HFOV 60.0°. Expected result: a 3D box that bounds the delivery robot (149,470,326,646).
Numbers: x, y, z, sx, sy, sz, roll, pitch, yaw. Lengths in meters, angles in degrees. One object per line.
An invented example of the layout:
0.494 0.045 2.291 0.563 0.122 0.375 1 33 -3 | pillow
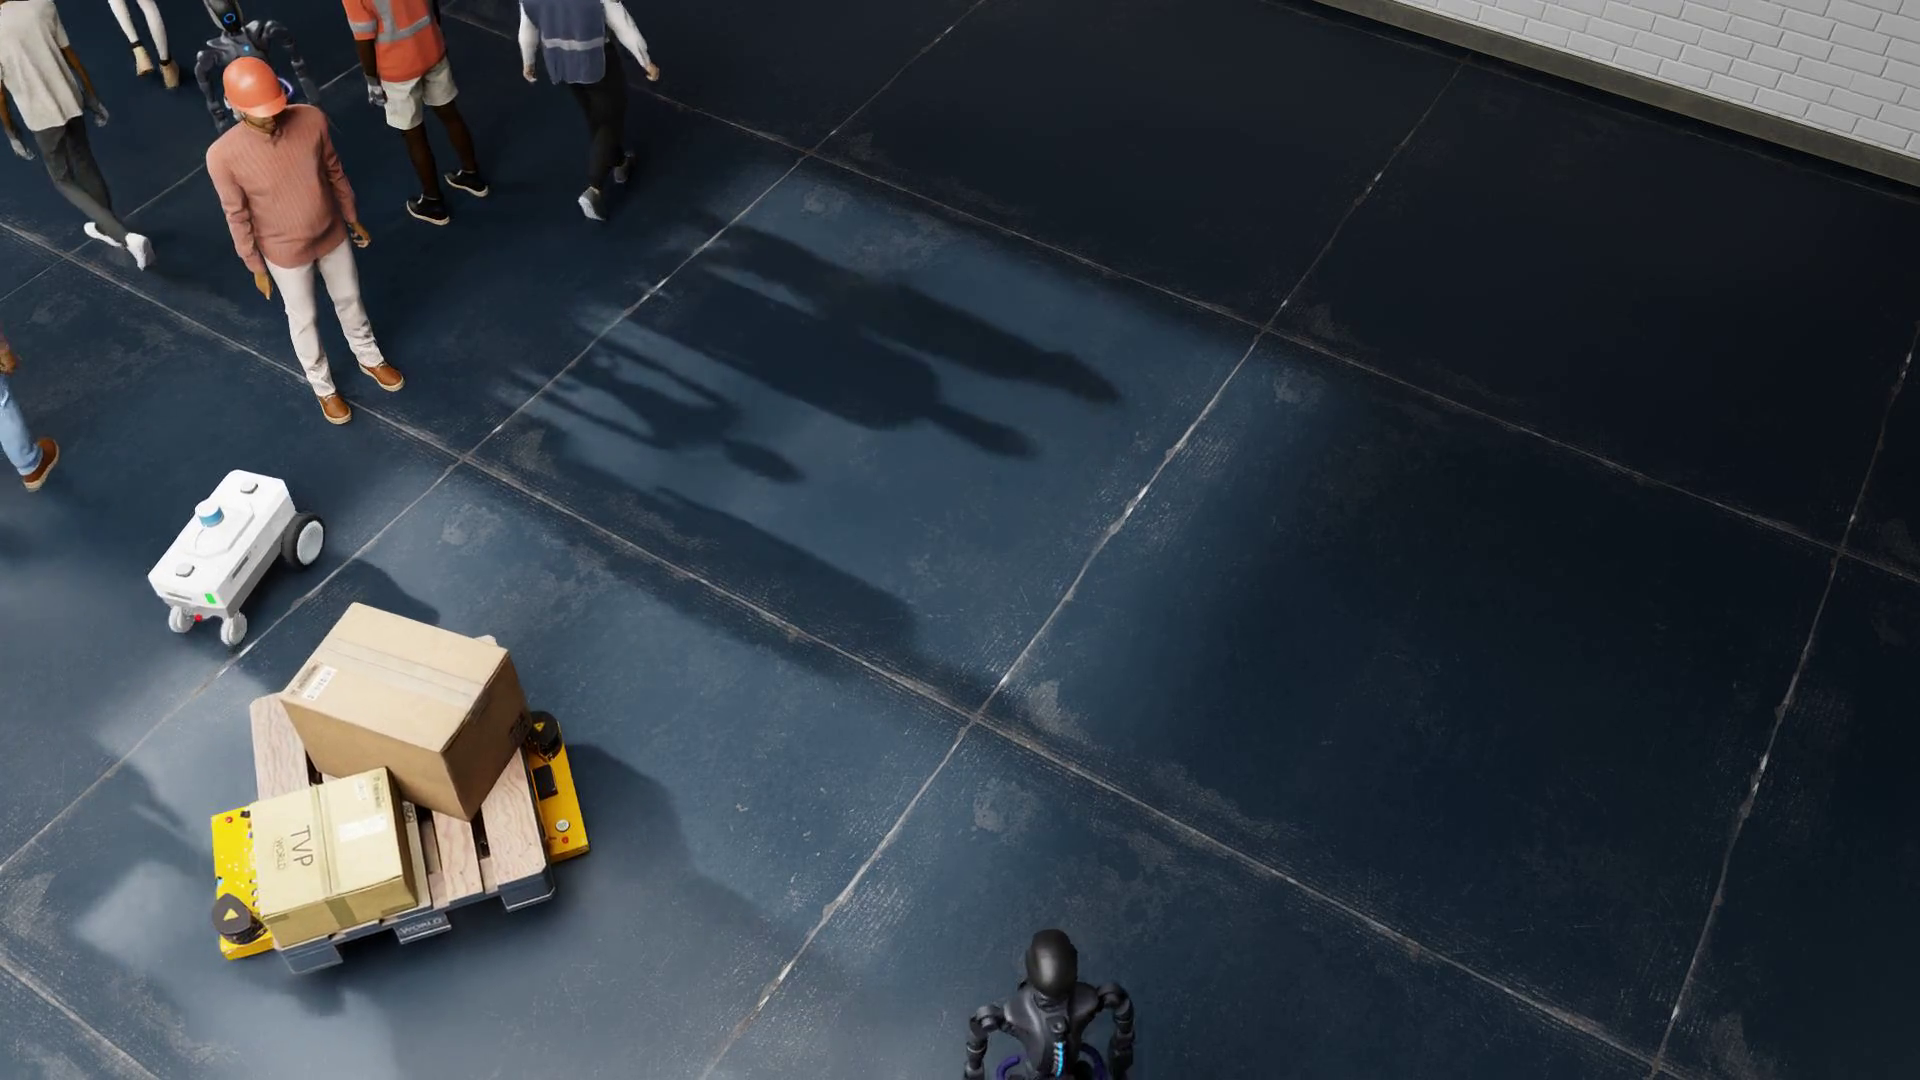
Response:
-3.325 0.043 7.599 0.499 0.611 0.812 12 50 10 | delivery robot

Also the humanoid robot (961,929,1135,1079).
0.291 1.775 5.337 0.625 1.639 0.380 -10 50 -9 | humanoid robot

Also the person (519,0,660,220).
-2.055 -2.578 9.102 0.748 1.719 0.738 10 50 8 | person

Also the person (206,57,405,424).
-3.108 -1.421 7.914 0.398 1.989 0.621 35 57 27 | person

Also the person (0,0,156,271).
-4.703 -2.206 8.703 0.697 1.845 0.508 26 54 21 | person

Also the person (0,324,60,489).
-4.587 -0.858 7.437 0.640 1.963 0.661 0 49 0 | person

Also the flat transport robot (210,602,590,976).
-2.294 1.178 6.786 1.431 0.231 0.659 -15 51 -13 | flat transport robot

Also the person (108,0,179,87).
-5.028 -3.561 9.862 0.511 1.874 0.459 -17 51 -14 | person

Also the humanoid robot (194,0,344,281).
-3.589 -2.175 8.791 0.615 1.648 0.404 -34 57 -26 | humanoid robot

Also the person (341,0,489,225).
-2.998 -2.620 8.989 0.383 1.957 0.601 25 53 20 | person
